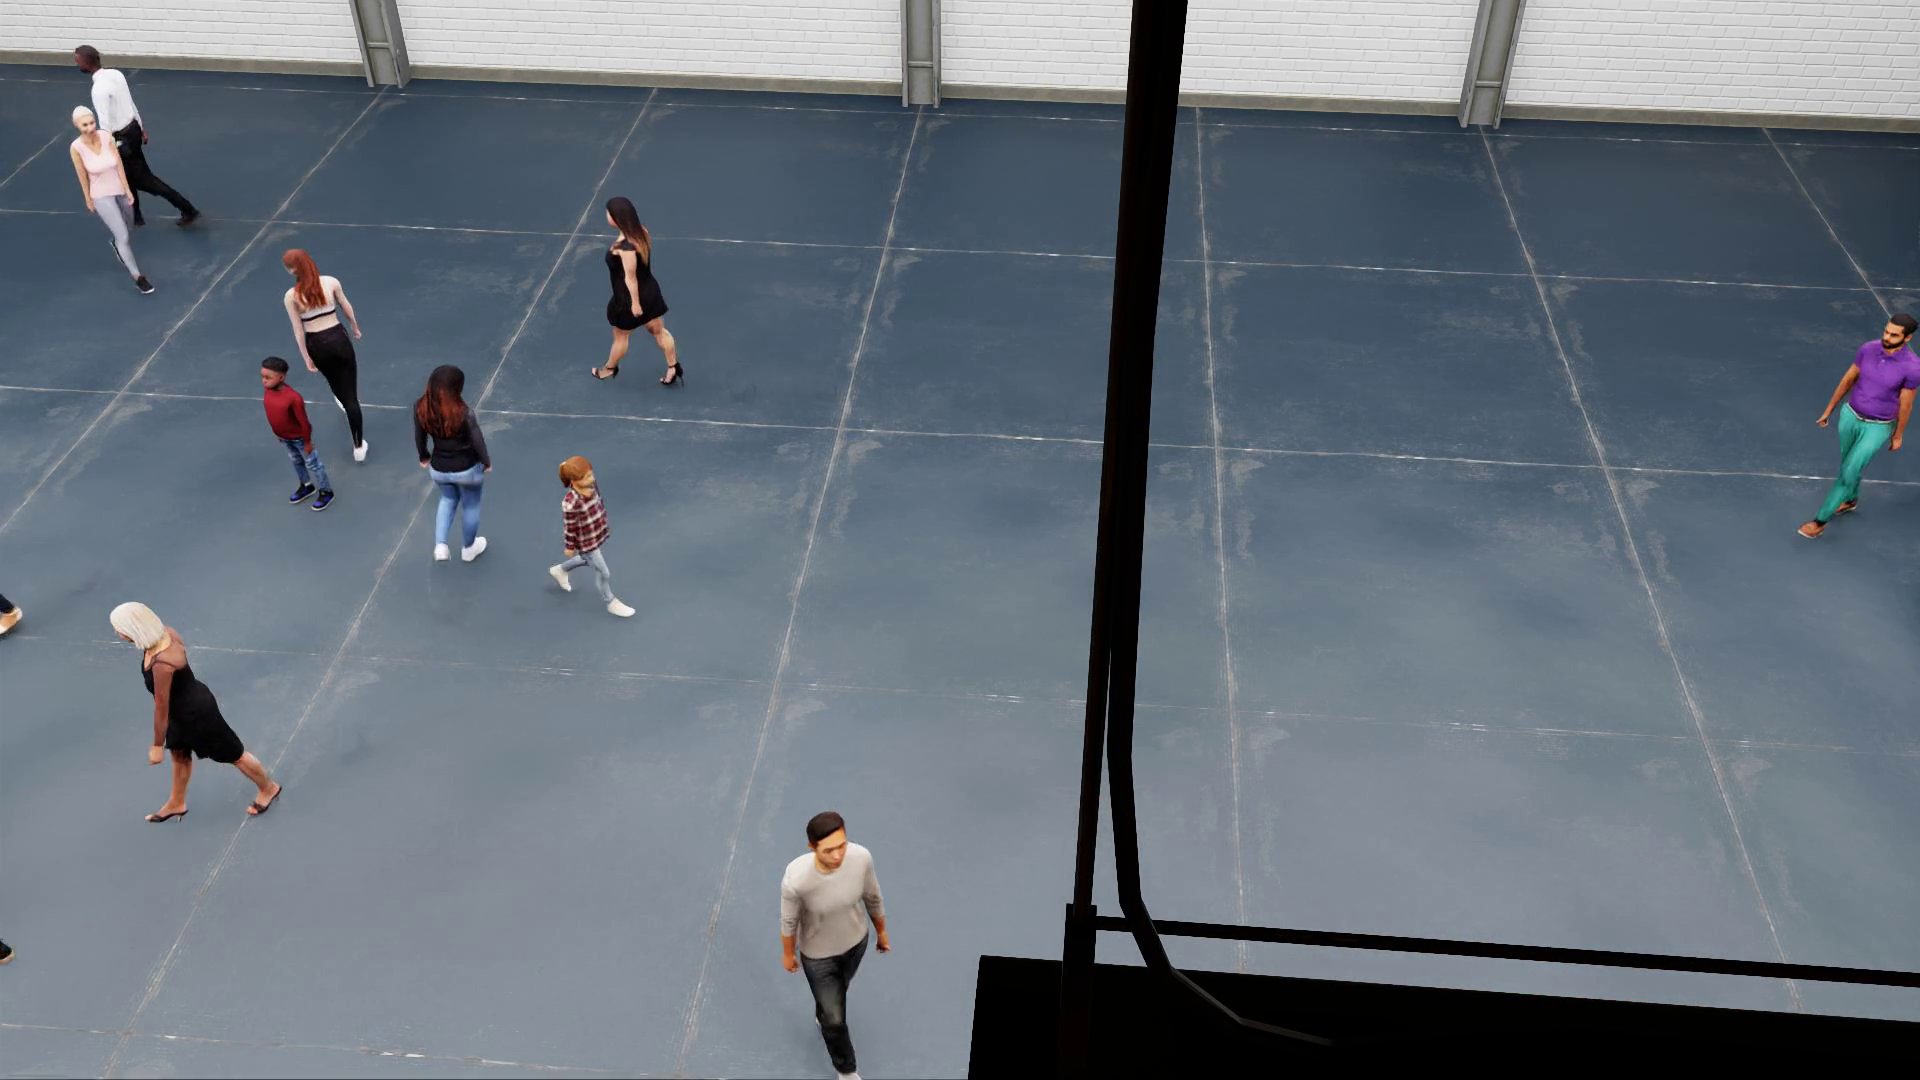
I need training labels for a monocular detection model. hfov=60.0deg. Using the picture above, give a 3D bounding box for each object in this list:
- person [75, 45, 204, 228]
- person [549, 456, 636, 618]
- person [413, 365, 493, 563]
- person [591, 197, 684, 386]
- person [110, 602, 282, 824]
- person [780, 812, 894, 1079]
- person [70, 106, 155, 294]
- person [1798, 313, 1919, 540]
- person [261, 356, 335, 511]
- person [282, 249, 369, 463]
[{"bbox_3d":[-7.621,-3.671,15.376,1.171,1.797,0.792,-2,39,-2],"label":"person"},{"bbox_3d":[-2.586,-0.043,11.244,0.950,1.283,0.672,12,40,14],"label":"person"},{"bbox_3d":[-3.502,-0.460,11.498,0.693,1.618,0.760,4,39,5],"label":"person"},{"bbox_3d":[-2.482,-1.927,13.283,0.989,1.683,0.710,5,39,6],"label":"person"},{"bbox_3d":[-4.337,0.994,9.614,1.103,1.698,0.943,-20,43,-23],"label":"person"},{"bbox_3d":[-0.685,1.941,8.346,0.946,1.799,0.991,-22,44,-25],"label":"person"},{"bbox_3d":[-7.533,-3.063,14.695,1.108,1.697,0.952,30,47,32],"label":"person"},{"bbox_3d":[6.554,-0.861,11.903,1.123,1.739,0.980,-18,42,-21],"label":"person"},{"bbox_3d":[-4.885,-0.808,12.226,0.529,1.254,0.633,19,42,22],"label":"person"},{"bbox_3d":[-4.744,-1.366,12.563,1.137,1.706,1.062,-15,41,-18],"label":"person"}]
